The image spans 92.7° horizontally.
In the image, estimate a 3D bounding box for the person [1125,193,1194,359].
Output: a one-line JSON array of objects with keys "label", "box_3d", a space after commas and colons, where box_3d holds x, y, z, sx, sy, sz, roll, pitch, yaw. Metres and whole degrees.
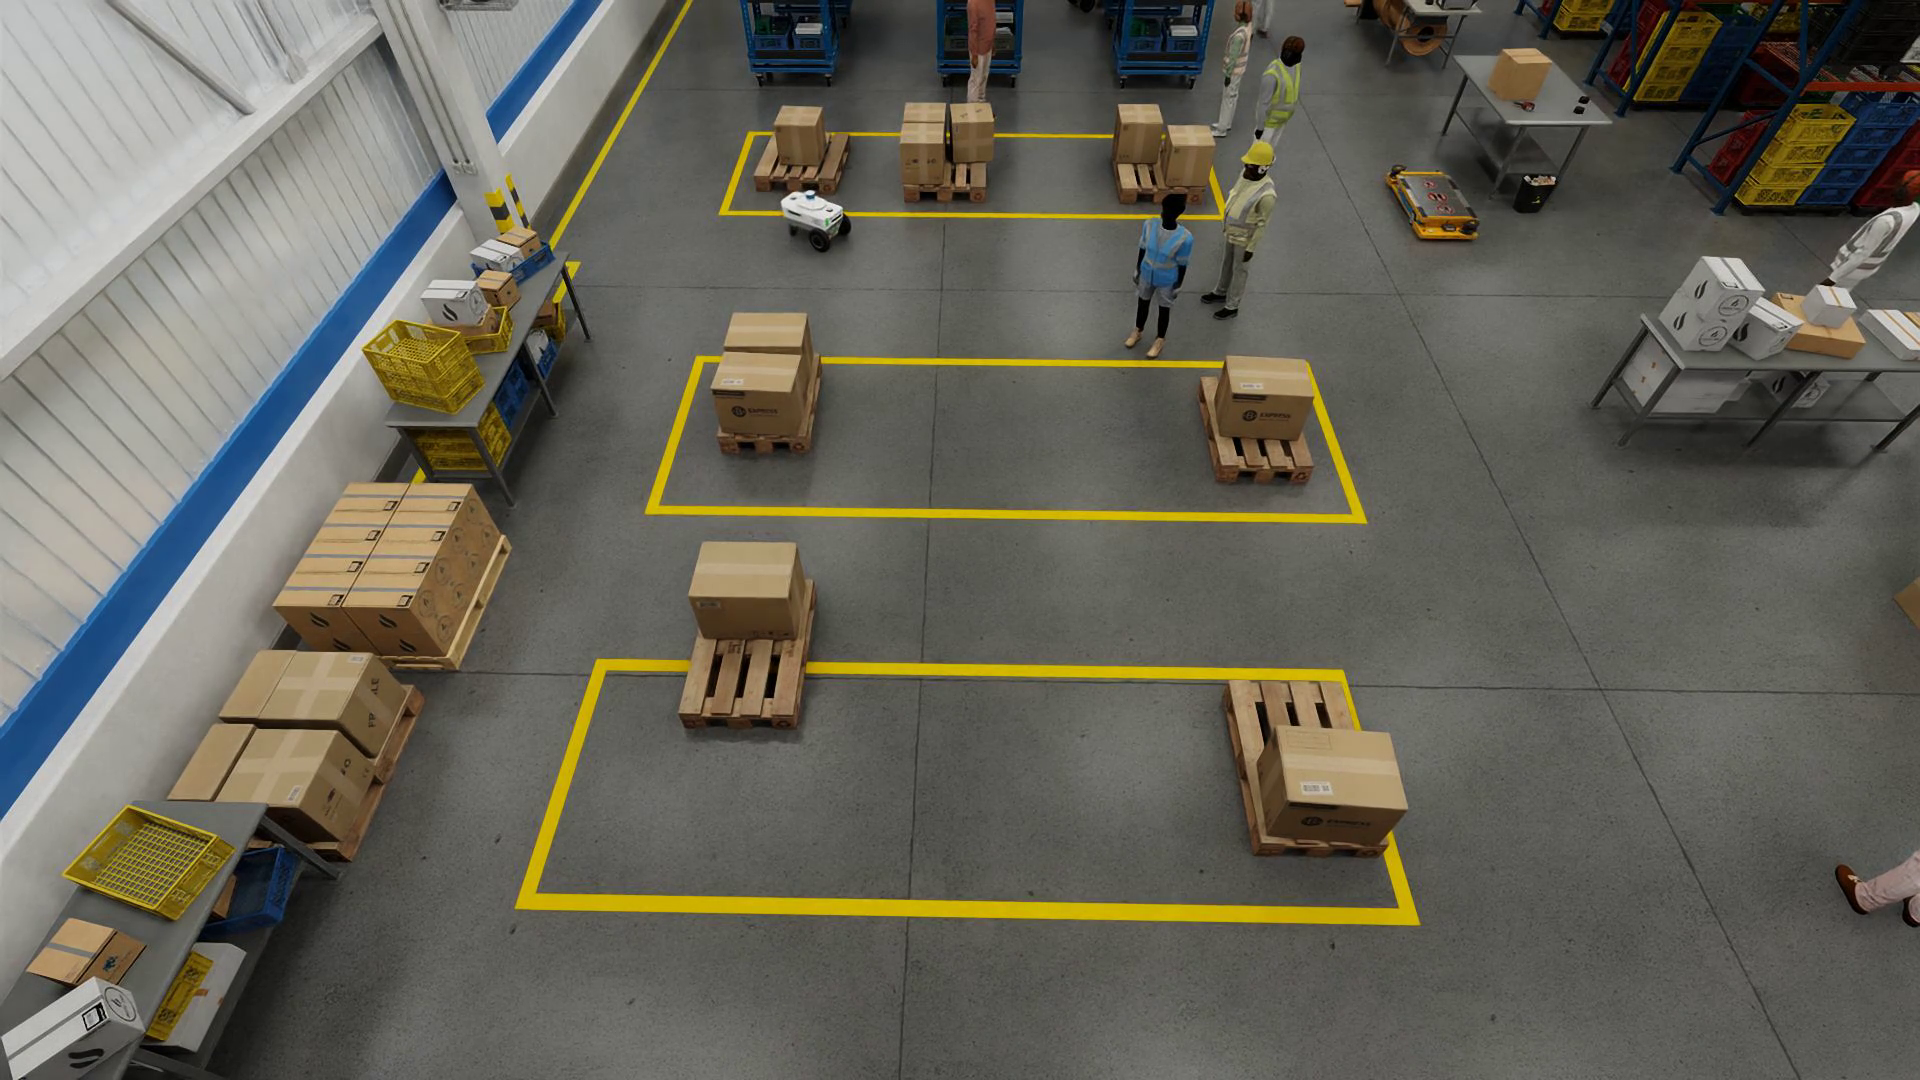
[{"label": "person", "box_3d": [1.908, -2.516, 8.761, 0.535, 1.694, 0.319, 31, 56, 24]}]

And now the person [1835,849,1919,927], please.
[{"label": "person", "box_3d": [5.747, 1.631, 5.034, 0.638, 1.903, 0.408, 15, 51, 13]}]

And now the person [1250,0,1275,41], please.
[{"label": "person", "box_3d": [4.686, -8.671, 13.926, 0.634, 1.938, 0.356, -13, 50, -11]}]

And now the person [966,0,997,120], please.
[{"label": "person", "box_3d": [0.300, -6.432, 11.957, 0.391, 1.986, 0.609, 20, 52, 16]}]

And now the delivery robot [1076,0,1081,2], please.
[{"label": "delivery robot", "box_3d": [2.237, -9.259, 15.283, 0.707, 0.478, 0.477, -20, 52, -17]}]

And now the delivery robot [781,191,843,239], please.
[{"label": "delivery robot", "box_3d": [-1.701, -3.765, 10.528, 0.707, 0.478, 0.477, 24, 53, 20]}]

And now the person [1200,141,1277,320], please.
[{"label": "person", "box_3d": [2.798, -3.068, 9.144, 0.403, 1.834, 0.589, -10, 50, -9]}]

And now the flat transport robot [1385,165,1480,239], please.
[{"label": "flat transport robot", "box_3d": [5.692, -4.094, 11.059, 0.652, 0.197, 1.431, 1, 49, 1]}]

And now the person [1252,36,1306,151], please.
[{"label": "person", "box_3d": [3.689, -4.950, 10.776, 0.620, 1.836, 0.429, -37, 58, -27]}]

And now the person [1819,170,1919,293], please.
[{"label": "person", "box_3d": [8.432, -2.570, 8.682, 0.576, 1.881, 0.354, -25, 54, -20]}]

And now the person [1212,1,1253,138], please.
[{"label": "person", "box_3d": [3.546, -6.089, 11.892, 0.313, 1.634, 0.514, 19, 52, 15]}]
